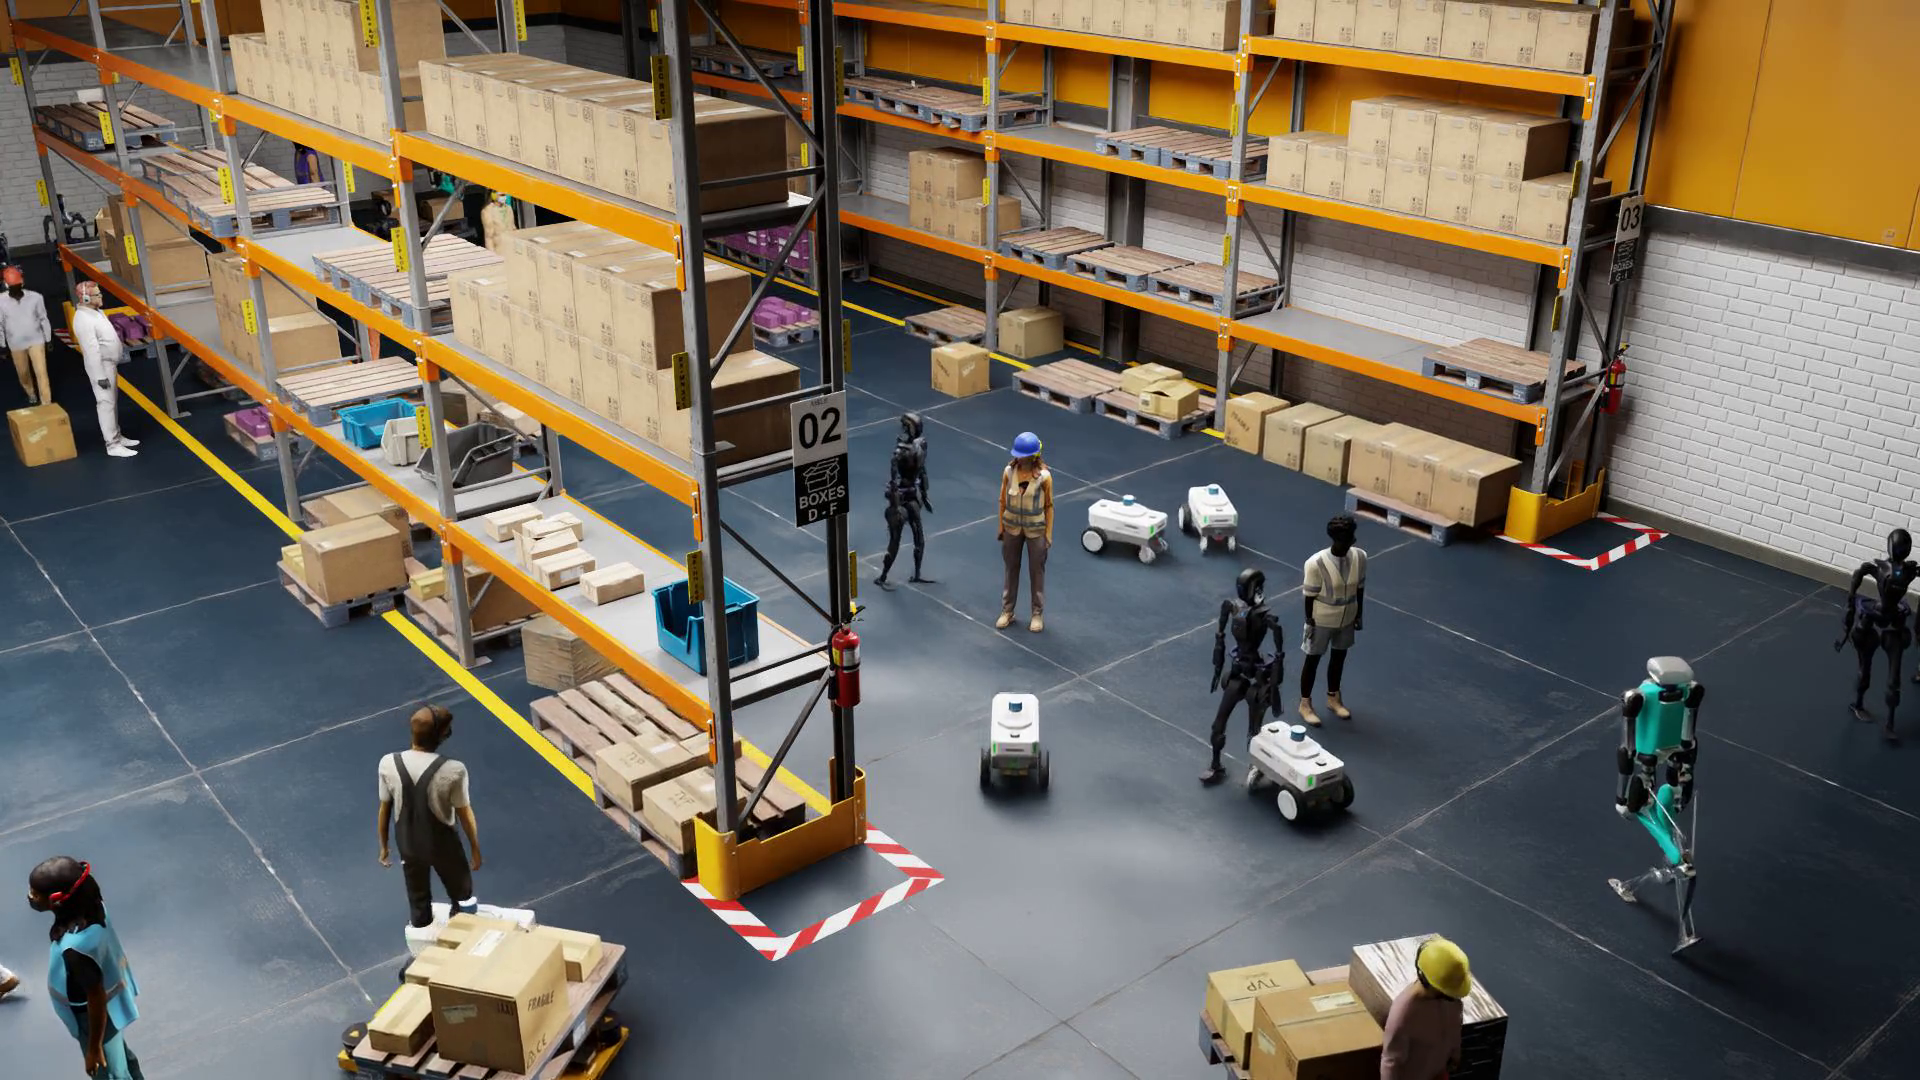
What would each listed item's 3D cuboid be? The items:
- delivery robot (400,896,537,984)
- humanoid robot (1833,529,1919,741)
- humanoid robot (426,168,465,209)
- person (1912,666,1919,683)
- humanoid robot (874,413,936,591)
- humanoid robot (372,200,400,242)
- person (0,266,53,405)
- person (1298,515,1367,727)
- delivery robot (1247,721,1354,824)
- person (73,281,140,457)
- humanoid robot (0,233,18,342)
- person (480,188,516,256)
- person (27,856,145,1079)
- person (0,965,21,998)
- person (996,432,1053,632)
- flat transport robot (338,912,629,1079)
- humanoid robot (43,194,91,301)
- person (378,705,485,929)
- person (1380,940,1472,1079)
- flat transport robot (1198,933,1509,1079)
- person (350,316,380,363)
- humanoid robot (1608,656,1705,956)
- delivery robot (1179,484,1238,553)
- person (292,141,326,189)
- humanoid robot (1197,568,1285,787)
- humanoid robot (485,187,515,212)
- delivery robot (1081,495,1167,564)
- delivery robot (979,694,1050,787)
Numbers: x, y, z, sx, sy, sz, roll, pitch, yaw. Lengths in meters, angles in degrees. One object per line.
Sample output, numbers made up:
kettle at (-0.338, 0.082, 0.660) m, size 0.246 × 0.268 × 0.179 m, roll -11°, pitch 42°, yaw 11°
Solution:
delivery robot at (-2.880, 2.372, 9.796) m, size 0.802 × 0.600 × 0.499 m, roll 3°, pitch 24°, yaw 6°
humanoid robot at (6.862, 0.672, 12.330) m, size 0.609 × 1.632 × 0.630 m, roll 6°, pitch 24°, yaw 13°
humanoid robot at (-8.502, -6.000, 27.706) m, size 1.012 × 1.731 × 0.537 m, roll 11°, pitch 26°, yaw 24°
person at (7.816, 0.263, 12.955) m, size 0.547 × 1.924 × 0.387 m, roll 13°, pitch 27°, yaw 28°
humanoid robot at (-0.500, -0.355, 14.715) m, size 0.450 × 1.641 × 0.589 m, roll 13°, pitch 27°, yaw 27°
humanoid robot at (-7.863, -3.871, 22.893) m, size 0.783 × 1.628 × 0.601 m, roll 9°, pitch 25°, yaw 20°
person at (-10.791, -2.331, 19.196) m, size 0.563 × 1.721 × 0.818 m, roll -13°, pitch 27°, yaw -28°
person at (2.793, 0.588, 12.484) m, size 0.533 × 1.693 × 0.320 m, roll -9°, pitch 25°, yaw -20°
delivery robot at (2.341, 1.583, 11.605) m, size 0.522 × 0.584 × 0.748 m, roll -12°, pitch 26°, yaw -26°
person at (-9.178, -1.844, 17.850) m, size 0.414 × 1.908 × 0.641 m, roll -8°, pitch 25°, yaw -19°
humanoid robot at (-12.590, -3.458, 21.931) m, size 0.591 × 1.628 × 0.772 m, roll 17°, pitch 29°, yaw 34°
person at (-6.304, -3.969, 22.826) m, size 0.390 × 1.869 × 0.552 m, roll 15°, pitch 27°, yaw 31°
person at (-4.227, 2.358, 8.169) m, size 0.376 × 1.865 × 0.545 m, roll -10°, pitch 25°, yaw -22°
person at (-5.869, 2.007, 9.286) m, size 0.857 × 1.618 × 0.458 m, roll -8°, pitch 25°, yaw -18°
person at (0.544, -0.072, 13.910) m, size 0.470 × 1.773 × 0.323 m, roll 7°, pitch 24°, yaw 17°
flat transport robot at (-2.636, 2.777, 9.214) m, size 1.431 × 0.231 × 0.659 m, roll 6°, pitch 24°, yaw 14°
humanoid robot at (-12.332, -3.980, 23.077) m, size 0.603 × 1.657 × 0.331 m, roll -13°, pitch 26°, yaw -27°
person at (-3.057, 1.784, 9.560) m, size 0.591 × 1.827 × 0.346 m, roll 0°, pitch 23°, yaw 1°
person at (2.150, 2.530, 7.941) m, size 0.583 × 1.720 × 0.597 m, roll -17°, pitch 28°, yaw -34°
flat transport robot at (1.982, 2.943, 8.828) m, size 0.659 × 0.231 × 1.431 m, roll -6°, pitch 24°, yaw -13°
person at (-7.153, -2.709, 20.040) m, size 0.507 × 1.758 × 0.341 m, roll 13°, pitch 27°, yaw 28°
humanoid robot at (4.349, 1.661, 10.009) m, size 0.536 × 1.768 × 1.049 m, roll -6°, pitch 24°, yaw -13°
delivery robot at (2.399, -0.236, 15.850) m, size 0.499 × 0.612 × 0.815 m, roll -2°, pitch 23°, yaw -4°
person at (-10.398, -5.632, 26.606) m, size 0.539 × 1.921 × 0.434 m, roll 22°, pitch 31°, yaw 40°
humanoid robot at (1.989, 0.994, 11.598) m, size 0.542 × 1.654 × 0.613 m, roll -21°, pitch 31°, yaw -40°
humanoid robot at (-7.388, -5.693, 26.959) m, size 0.555 × 1.737 × 0.968 m, roll -18°, pitch 29°, yaw -35°
delivery robot at (1.551, -0.137, 15.579) m, size 0.753 × 0.579 × 0.499 m, roll 14°, pitch 27°, yaw 30°
delivery robot at (0.396, 1.424, 11.987) m, size 0.499 × 0.595 × 0.781 m, roll 1°, pitch 23°, yaw 2°
